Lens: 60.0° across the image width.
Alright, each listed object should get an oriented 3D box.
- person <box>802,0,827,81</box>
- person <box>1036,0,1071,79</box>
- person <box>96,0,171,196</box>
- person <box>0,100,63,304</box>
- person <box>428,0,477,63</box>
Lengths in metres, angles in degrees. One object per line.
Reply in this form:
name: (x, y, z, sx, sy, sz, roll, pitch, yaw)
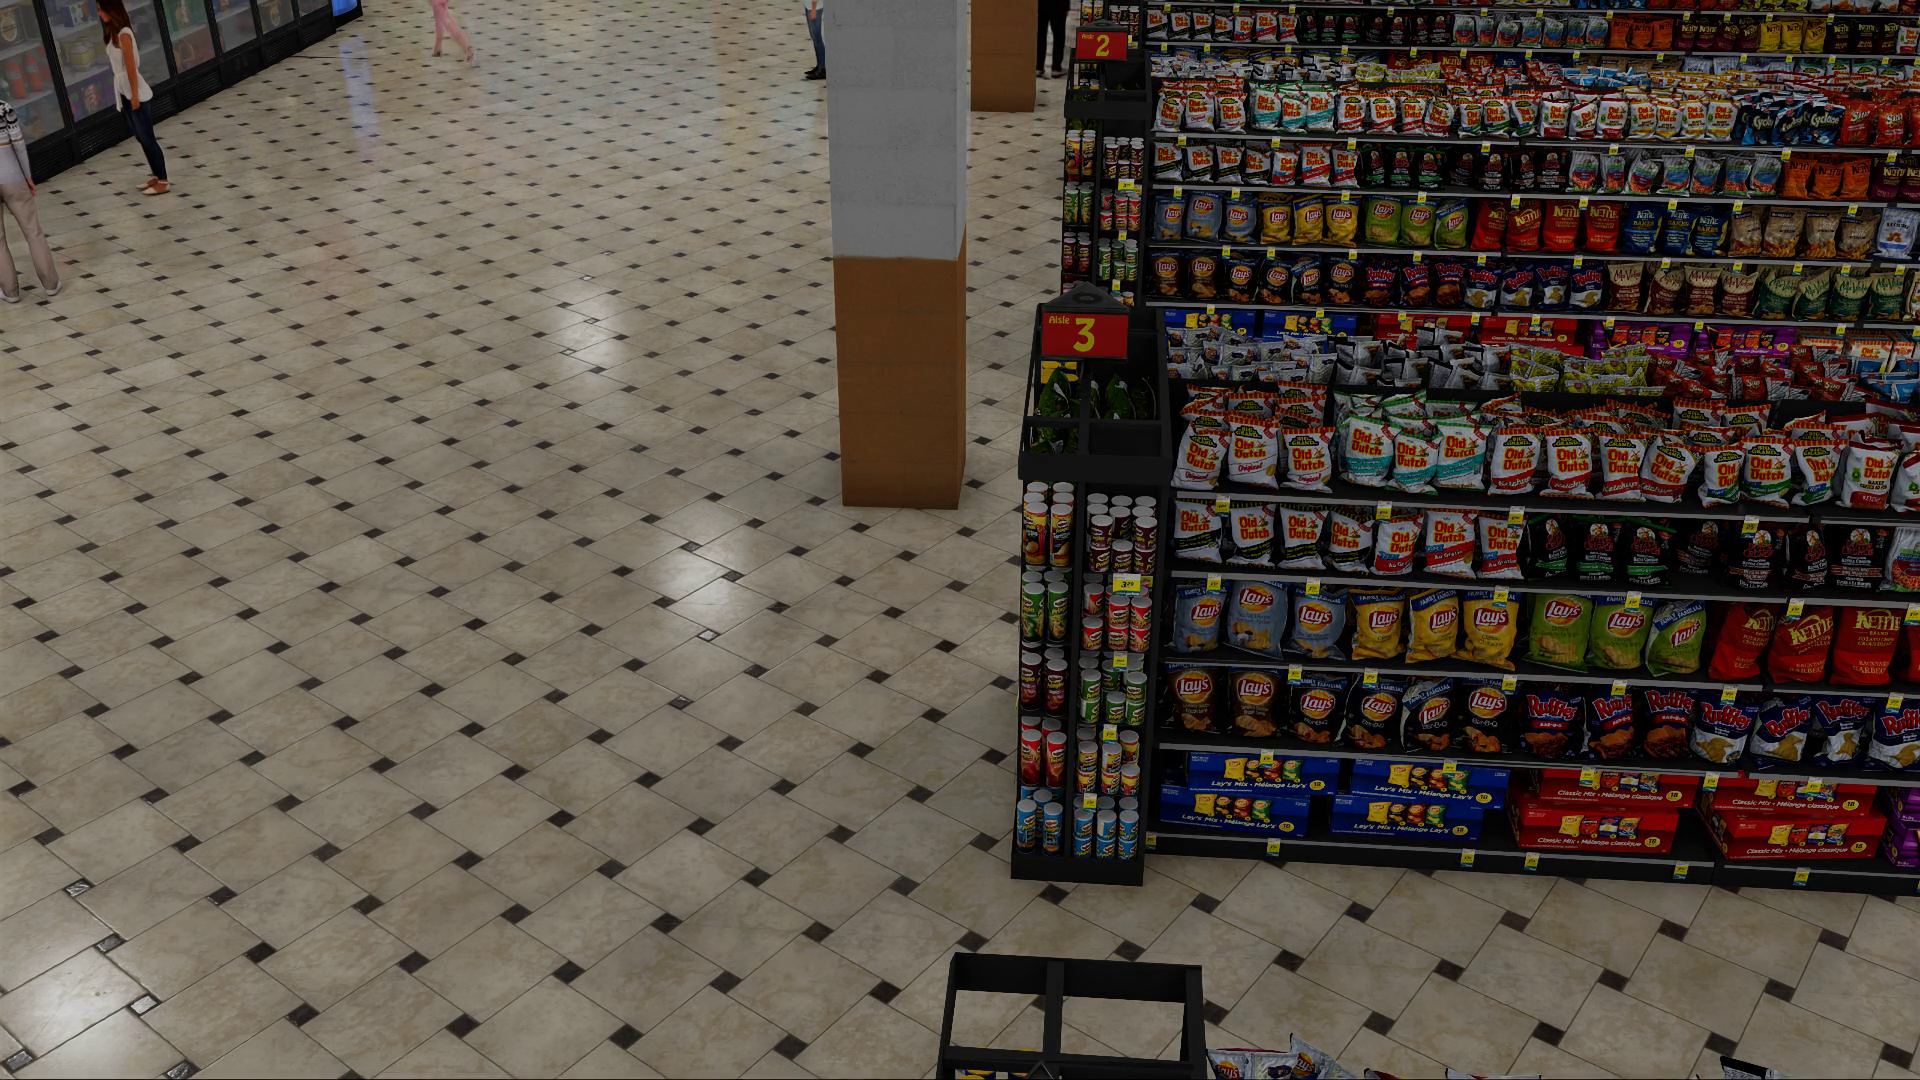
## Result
person: (-1.684, -6.168, 19.185, 0.593, 1.646, 0.615, -7, 29, -12)
person: (1.030, -6.182, 19.247, 0.661, 1.611, 0.767, 11, 30, 19)
person: (-7.530, -4.072, 15.203, 0.730, 1.782, 0.663, -23, 36, -36)
person: (-7.344, -2.736, 12.674, 0.733, 1.861, 0.827, -17, 33, -28)
person: (-6.120, -6.523, 19.712, 1.226, 1.763, 1.054, 21, 35, 34)
